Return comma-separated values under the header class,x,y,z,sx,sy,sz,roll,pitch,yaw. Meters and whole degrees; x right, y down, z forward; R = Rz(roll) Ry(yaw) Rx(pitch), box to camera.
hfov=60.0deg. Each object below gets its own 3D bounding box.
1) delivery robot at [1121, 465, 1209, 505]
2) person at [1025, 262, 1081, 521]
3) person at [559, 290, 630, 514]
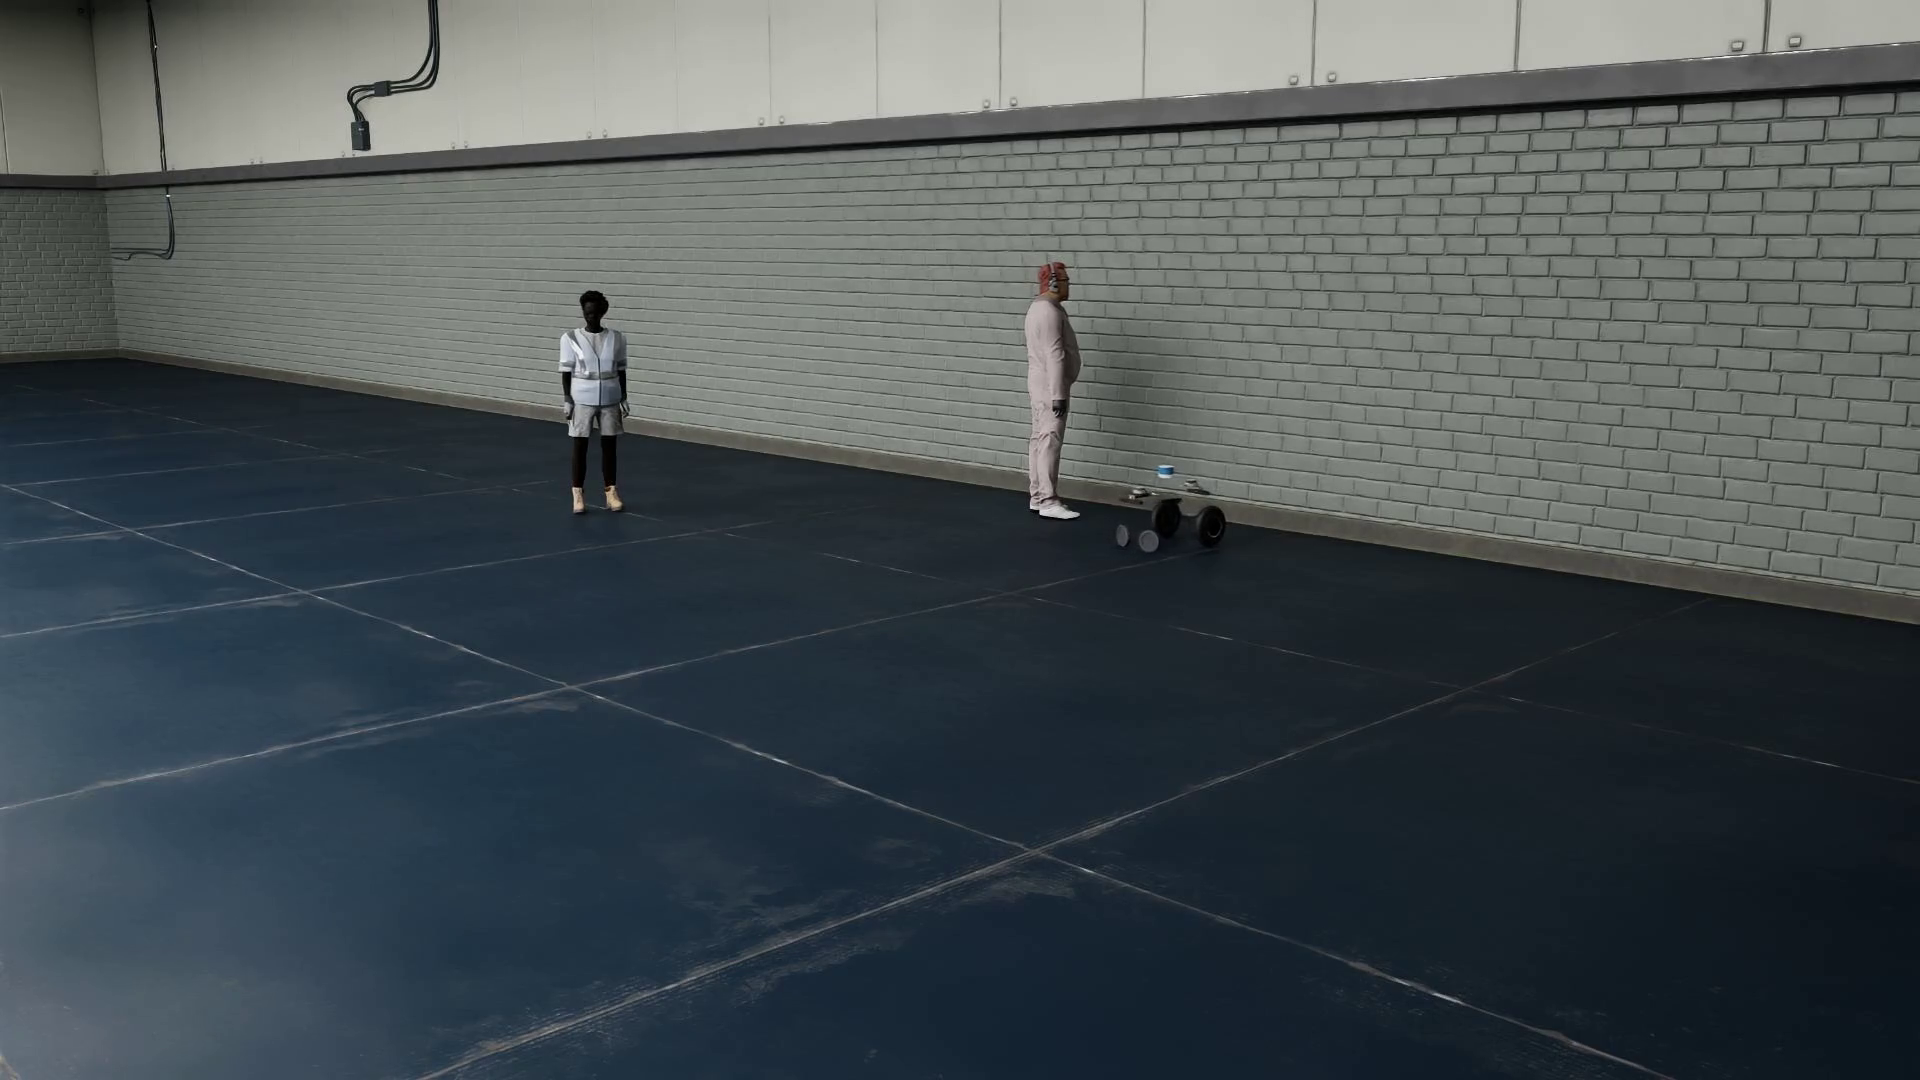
class,x,y,z,sx,sy,sz,roll,pitch,yaw
delivery robot,1.410,-0.395,11.389,0.698,0.223,0.335,-9,14,-40
person,0.704,-1.123,12.507,0.407,1.913,0.641,-2,11,-9
person,-2.787,-1.059,12.733,0.537,1.698,0.321,-5,12,-26
